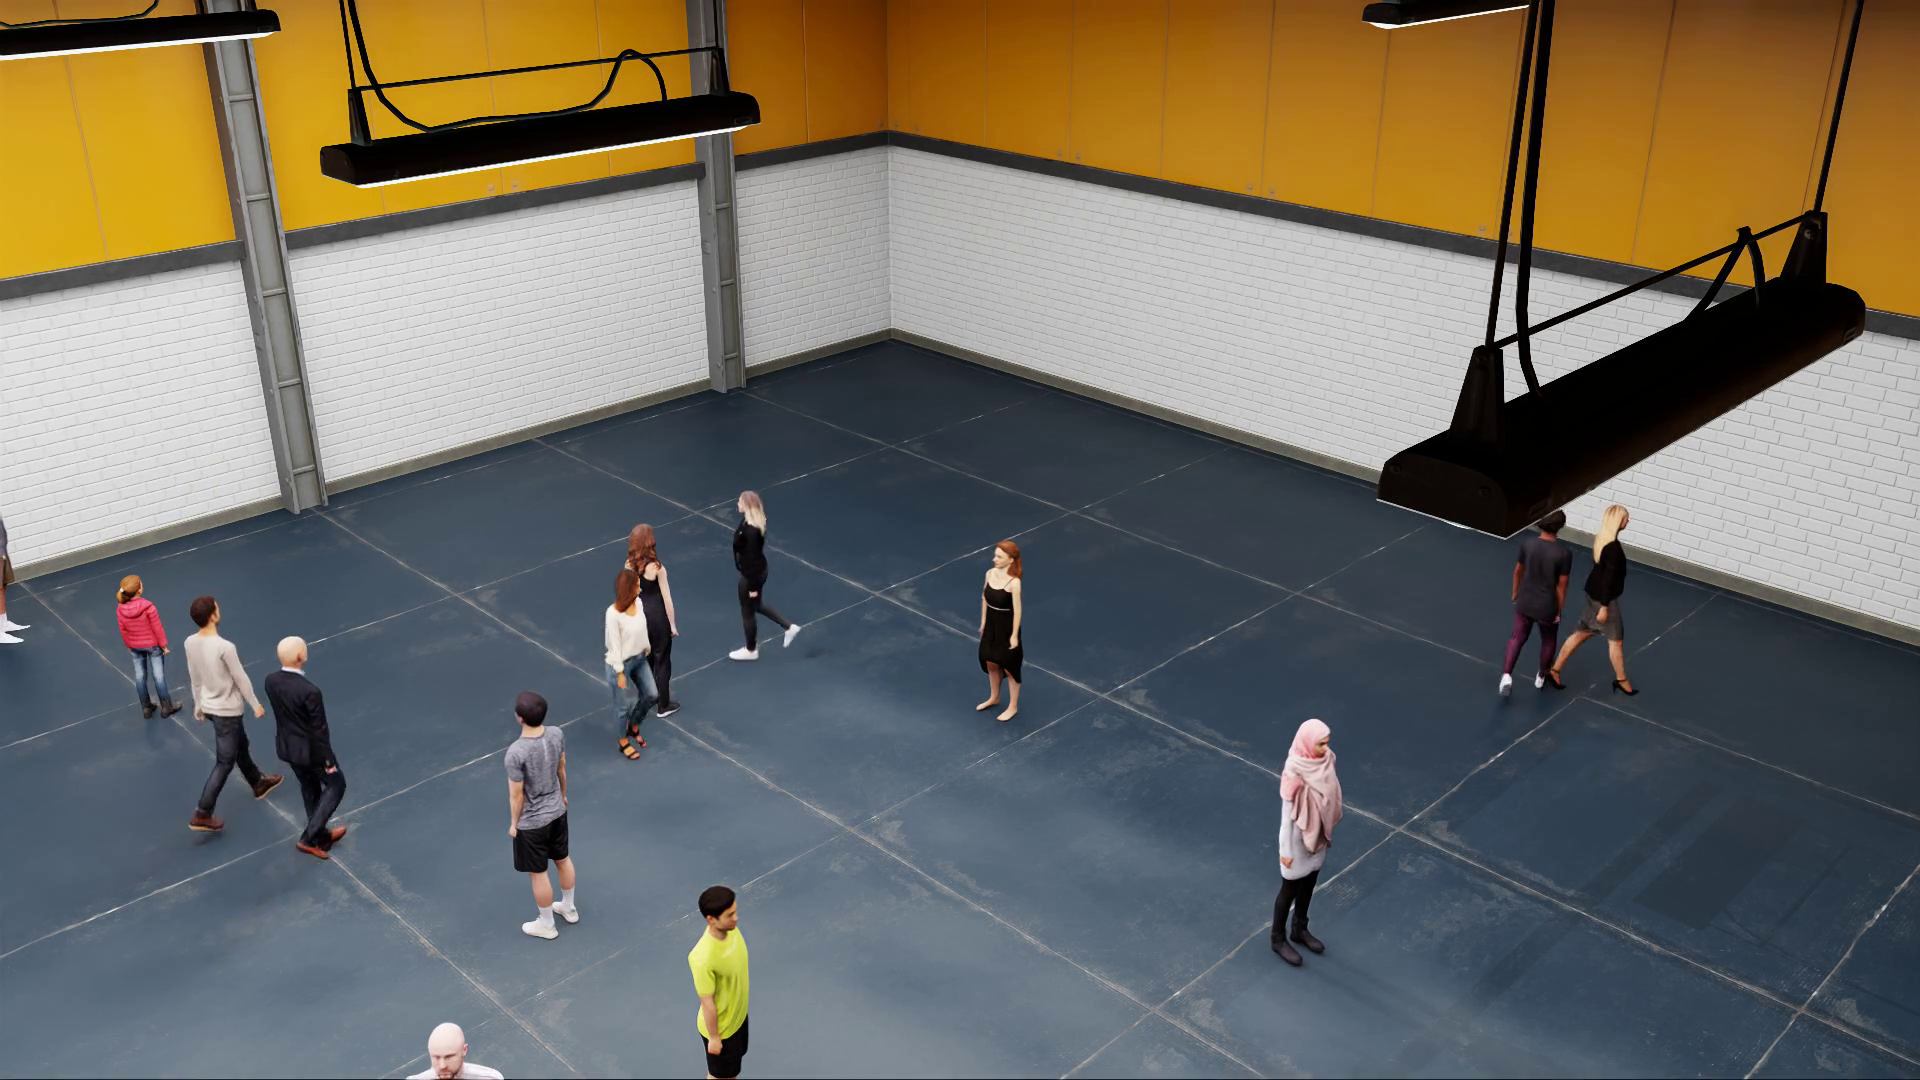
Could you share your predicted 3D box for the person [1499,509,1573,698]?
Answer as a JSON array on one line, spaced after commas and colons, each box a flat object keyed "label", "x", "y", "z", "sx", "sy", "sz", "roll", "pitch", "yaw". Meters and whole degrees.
[{"label": "person", "x": 5.011, "y": 0.553, "z": 14.486, "sx": 0.789, "sy": 1.759, "sz": 1.054, "roll": 14, "pitch": 27, "yaw": 29}]

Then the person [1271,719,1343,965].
[{"label": "person", "x": 2.293, "y": 1.996, "z": 11.127, "sx": 0.548, "sy": 1.804, "sz": 0.700, "roll": -18, "pitch": 29, "yaw": -35}]

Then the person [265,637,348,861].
[{"label": "person", "x": -4.823, "y": 1.565, "z": 12.136, "sx": 0.859, "sy": 1.787, "sz": 0.943, "roll": 9, "pitch": 25, "yaw": 20}]

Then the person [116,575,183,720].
[{"label": "person", "x": -6.975, "y": 0.908, "z": 14.225, "sx": 0.595, "sy": 1.318, "sz": 0.656, "roll": 0, "pitch": 24, "yaw": 0}]

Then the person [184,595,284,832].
[{"label": "person", "x": -5.638, "y": 1.340, "z": 12.589, "sx": 0.884, "sy": 1.835, "sz": 1.251, "roll": 13, "pitch": 27, "yaw": 26}]

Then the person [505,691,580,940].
[{"label": "person", "x": -2.851, "y": 1.864, "z": 11.345, "sx": 0.757, "sy": 1.873, "sz": 0.561, "roll": 15, "pitch": 28, "yaw": 31}]

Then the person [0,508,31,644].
[{"label": "person", "x": -9.089, "y": 0.098, "z": 15.562, "sx": 0.734, "sy": 1.844, "sz": 0.716, "roll": -6, "pitch": 24, "yaw": -13}]

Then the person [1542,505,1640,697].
[{"label": "person", "x": 5.461, "y": 0.562, "z": 14.415, "sx": 1.123, "sy": 1.798, "sz": 1.066, "roll": 0, "pitch": 24, "yaw": 1}]

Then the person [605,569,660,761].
[{"label": "person", "x": -2.783, "y": 1.000, "z": 13.580, "sx": 0.744, "sy": 1.665, "sz": 0.589, "roll": 16, "pitch": 29, "yaw": 33}]

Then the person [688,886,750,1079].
[{"label": "person", "x": -1.370, "y": 2.721, "z": 9.588, "sx": 0.767, "sy": 1.709, "sz": 0.661, "roll": 4, "pitch": 24, "yaw": 10}]

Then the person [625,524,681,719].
[{"label": "person", "x": -2.661, "y": 0.683, "z": 14.207, "sx": 0.680, "sy": 1.744, "sz": 0.674, "roll": 9, "pitch": 25, "yaw": 19}]

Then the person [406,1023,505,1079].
[{"label": "person", "x": -2.489, "y": 3.189, "z": 8.364, "sx": 0.719, "sy": 1.833, "sz": 0.816, "roll": -4, "pitch": 24, "yaw": -10}]

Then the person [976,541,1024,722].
[{"label": "person", "x": 0.375, "y": 0.754, "z": 14.193, "sx": 0.567, "sy": 1.624, "sz": 0.575, "roll": -19, "pitch": 30, "yaw": -37}]

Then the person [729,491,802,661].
[{"label": "person", "x": -1.784, "y": 0.333, "z": 15.093, "sx": 0.999, "sy": 1.675, "sz": 0.941, "roll": 0, "pitch": 24, "yaw": 0}]
